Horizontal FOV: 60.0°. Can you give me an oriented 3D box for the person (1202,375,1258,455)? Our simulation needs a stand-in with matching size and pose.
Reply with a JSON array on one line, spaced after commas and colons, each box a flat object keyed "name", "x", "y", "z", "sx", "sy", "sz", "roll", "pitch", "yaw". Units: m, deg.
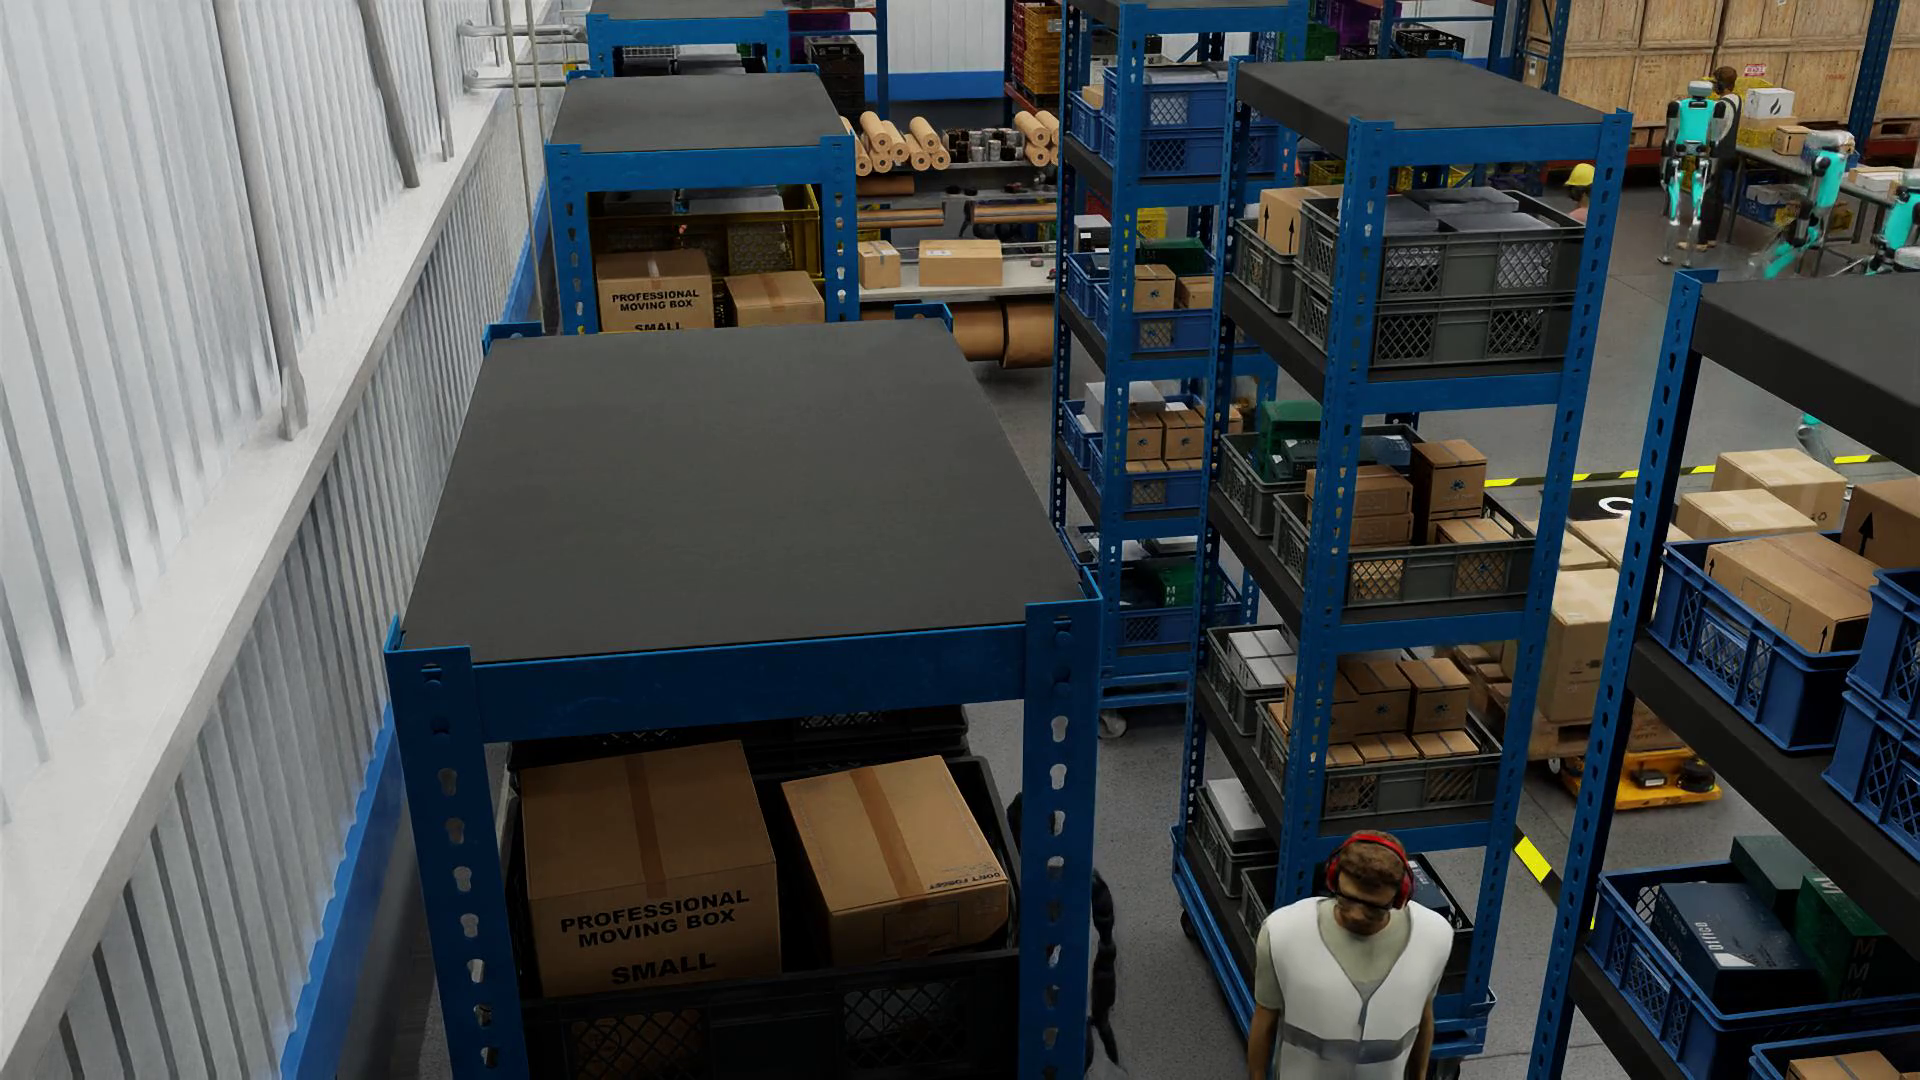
[{"name": "person", "x": 1.739, "y": -1.102, "z": 10.900, "sx": 0.888, "sy": 1.776, "sz": 0.611, "roll": -13, "pitch": 28, "yaw": -26}]

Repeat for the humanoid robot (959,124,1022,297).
[{"name": "humanoid robot", "x": 0.310, "y": -2.902, "z": 14.996, "sx": 0.602, "sy": 1.639, "sz": 0.784, "roll": -9, "pitch": 26, "yaw": -20}]

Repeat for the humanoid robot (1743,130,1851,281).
[{"name": "humanoid robot", "x": 7.098, "y": -2.719, "z": 14.473, "sx": 0.537, "sy": 1.777, "sz": 0.935, "roll": -21, "pitch": 32, "yaw": -37}]

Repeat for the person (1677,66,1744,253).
[{"name": "person", "x": 7.582, "y": -3.820, "z": 16.724, "sx": 0.507, "sy": 1.838, "sz": 0.345, "roll": -21, "pitch": 32, "yaw": -38}]

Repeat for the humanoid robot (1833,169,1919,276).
[{"name": "humanoid robot", "x": 6.965, "y": -2.005, "z": 12.940, "sx": 0.879, "sy": 1.784, "sz": 0.583, "roll": 5, "pitch": 25, "yaw": 10}]

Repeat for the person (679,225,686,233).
[{"name": "person", "x": -1.799, "y": -1.128, "z": 10.776, "sx": 0.398, "sy": 1.928, "sz": 0.539, "roll": 5, "pitch": 25, "yaw": 11}]

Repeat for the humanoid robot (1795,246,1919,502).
[{"name": "humanoid robot", "x": 5.775, "y": -1.101, "z": 10.778, "sx": 0.735, "sy": 1.674, "sz": 0.533, "roll": 14, "pitch": 28, "yaw": 27}]

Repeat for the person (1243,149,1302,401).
[{"name": "person", "x": 2.302, "y": -1.825, "z": 12.211, "sx": 0.474, "sy": 2.009, "sz": 0.796, "roll": -10, "pitch": 26, "yaw": -20}]

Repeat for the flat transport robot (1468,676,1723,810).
[{"name": "flat transport robot", "x": 3.139, "y": 0.874, "z": 8.366, "sx": 0.652, "sy": 0.197, "sz": 1.431, "roll": -4, "pitch": 25, "yaw": -8}]

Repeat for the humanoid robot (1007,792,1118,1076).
[{"name": "humanoid robot", "x": 0.211, "y": 1.529, "z": 5.339, "sx": 0.599, "sy": 1.619, "sz": 0.754, "roll": -2, "pitch": 25, "yaw": -5}]

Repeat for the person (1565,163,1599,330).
[{"name": "person", "x": 4.769, "y": -2.043, "z": 12.962, "sx": 0.522, "sy": 1.758, "sz": 0.339, "roll": -22, "pitch": 32, "yaw": -39}]

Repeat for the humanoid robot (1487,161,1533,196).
[{"name": "humanoid robot", "x": 5.190, "y": -3.286, "z": 15.765, "sx": 0.588, "sy": 1.635, "sz": 0.570, "roll": -4, "pitch": 25, "yaw": -8}]

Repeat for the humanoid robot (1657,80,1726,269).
[{"name": "humanoid robot", "x": 7.064, "y": -3.491, "z": 16.127, "sx": 0.541, "sy": 1.806, "sz": 0.679, "roll": 6, "pitch": 25, "yaw": 13}]

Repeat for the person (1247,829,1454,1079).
[{"name": "person", "x": 1.112, "y": 1.614, "z": 4.911, "sx": 0.563, "sy": 1.839, "sz": 0.394, "roll": -2, "pitch": 25, "yaw": -4}]
